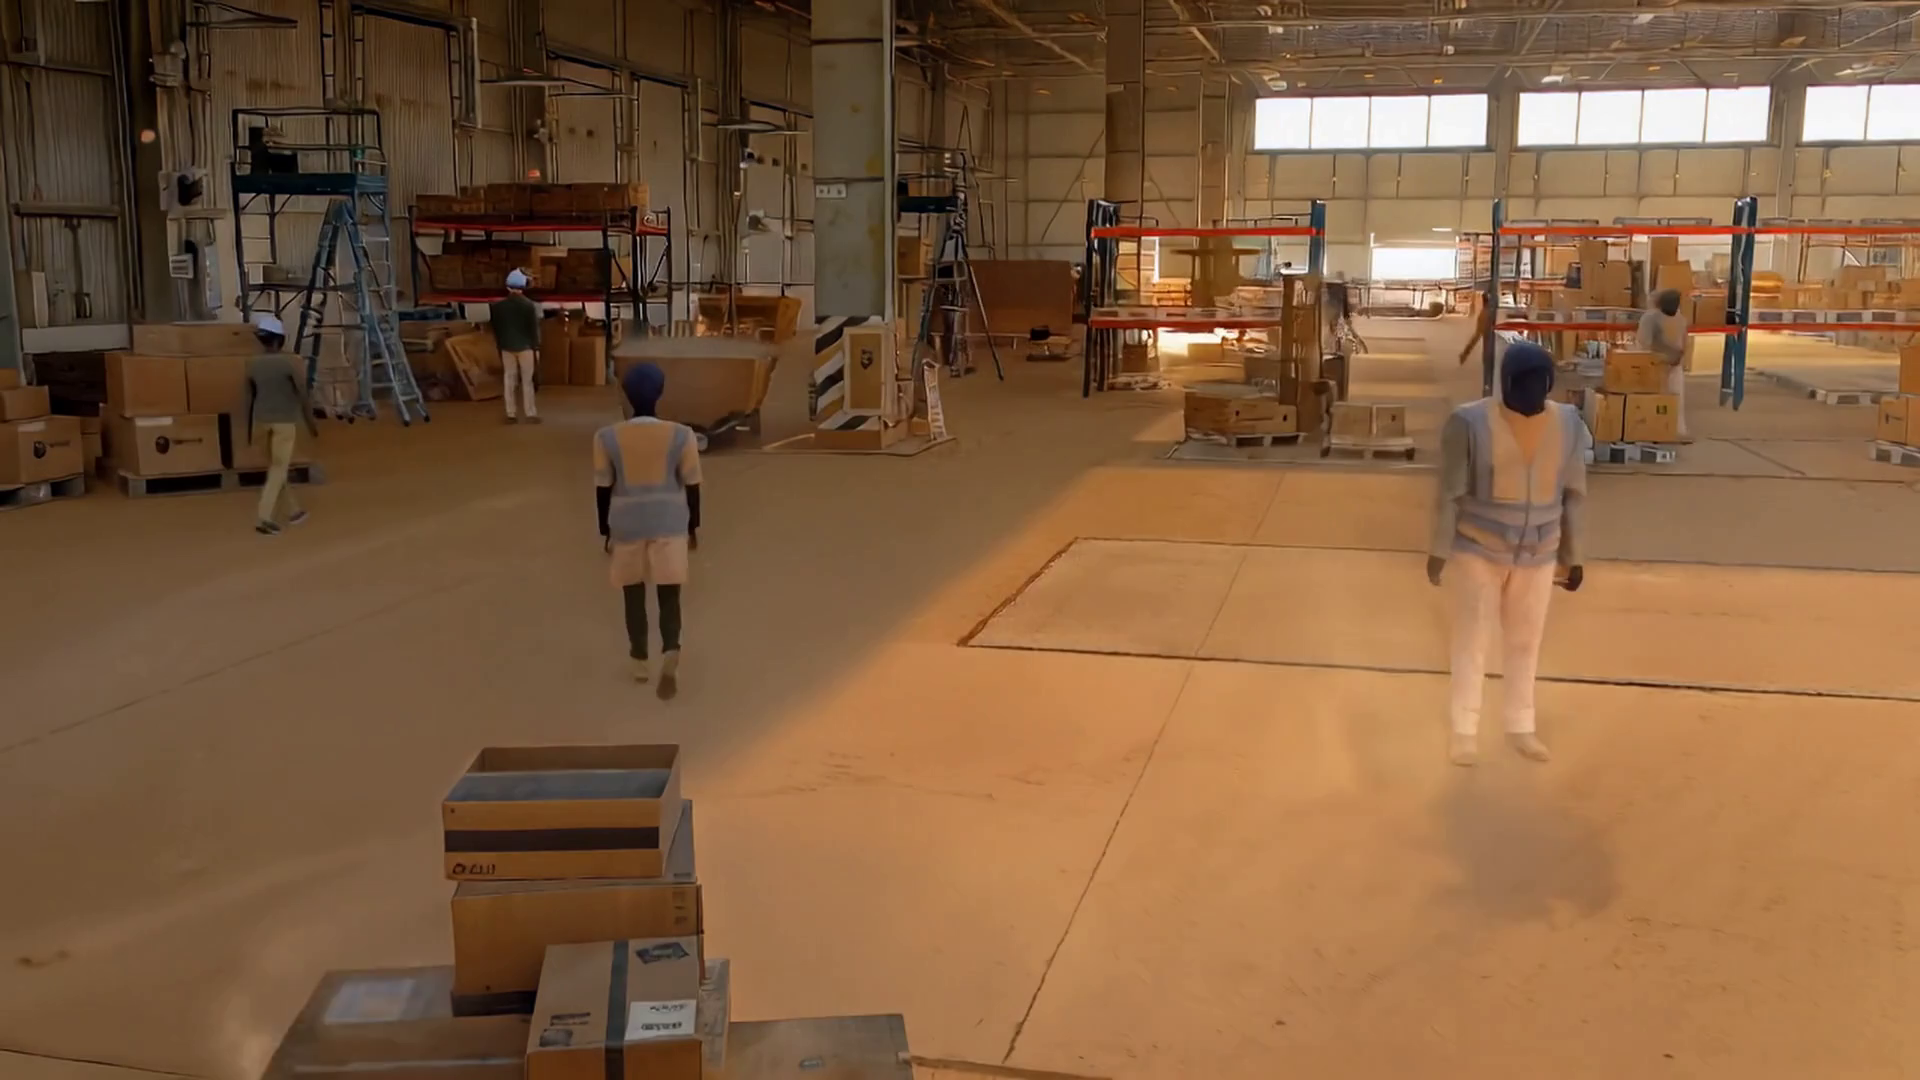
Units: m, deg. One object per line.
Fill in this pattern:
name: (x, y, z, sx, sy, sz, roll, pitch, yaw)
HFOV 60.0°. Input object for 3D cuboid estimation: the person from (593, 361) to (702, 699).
person: (-1.541, -0.051, 8.256, 0.537, 1.674, 0.757, -2, 10, -10)

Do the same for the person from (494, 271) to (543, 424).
person: (-5.793, -2.519, 21.839, 0.614, 1.993, 0.395, 2, 10, 14)

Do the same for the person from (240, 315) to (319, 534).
person: (-5.464, -0.925, 13.271, 0.526, 1.723, 0.913, 2, 10, 11)

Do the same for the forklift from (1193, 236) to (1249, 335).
forklift: (7.154, -7.230, 46.971, 1.873, 2.768, 1.129, -5, 11, -25)

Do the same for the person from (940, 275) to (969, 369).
person: (-0.167, -4.278, 32.550, 0.612, 1.866, 0.595, 9, 13, 41)

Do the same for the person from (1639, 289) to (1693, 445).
person: (8.229, -2.002, 19.367, 0.643, 1.803, 0.926, -1, 10, -7)

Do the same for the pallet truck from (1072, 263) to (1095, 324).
pallet truck: (4.325, -8.180, 55.162, 0.823, 1.965, 1.885, 6, 11, 31)

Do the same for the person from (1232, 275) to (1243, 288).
person: (8.616, -7.475, 52.067, 0.523, 1.638, 0.310, 6, 11, 30)

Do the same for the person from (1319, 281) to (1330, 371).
person: (6.877, -4.077, 31.785, 0.486, 1.737, 0.327, -4, 10, -22)

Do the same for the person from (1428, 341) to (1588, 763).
person: (2.351, 0.060, 7.158, 0.698, 1.833, 0.431, -1, 10, -3)

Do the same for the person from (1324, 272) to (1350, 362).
person: (7.818, -4.663, 34.813, 1.080, 1.883, 0.645, -9, 13, -44)

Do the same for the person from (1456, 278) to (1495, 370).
person: (10.019, -4.186, 32.265, 0.531, 1.807, 0.787, -7, 12, -34)

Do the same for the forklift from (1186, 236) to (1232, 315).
forklift: (7.919, -7.851, 50.628, 1.873, 2.768, 1.129, -2, 10, -13)

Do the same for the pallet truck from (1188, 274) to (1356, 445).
pallet truck: (3.653, -2.138, 19.590, 1.885, 1.965, 0.823, -4, 10, -20)

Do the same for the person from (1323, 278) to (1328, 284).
person: (10.487, -7.063, 48.989, 0.661, 1.871, 1.089, 5, 11, 26)
